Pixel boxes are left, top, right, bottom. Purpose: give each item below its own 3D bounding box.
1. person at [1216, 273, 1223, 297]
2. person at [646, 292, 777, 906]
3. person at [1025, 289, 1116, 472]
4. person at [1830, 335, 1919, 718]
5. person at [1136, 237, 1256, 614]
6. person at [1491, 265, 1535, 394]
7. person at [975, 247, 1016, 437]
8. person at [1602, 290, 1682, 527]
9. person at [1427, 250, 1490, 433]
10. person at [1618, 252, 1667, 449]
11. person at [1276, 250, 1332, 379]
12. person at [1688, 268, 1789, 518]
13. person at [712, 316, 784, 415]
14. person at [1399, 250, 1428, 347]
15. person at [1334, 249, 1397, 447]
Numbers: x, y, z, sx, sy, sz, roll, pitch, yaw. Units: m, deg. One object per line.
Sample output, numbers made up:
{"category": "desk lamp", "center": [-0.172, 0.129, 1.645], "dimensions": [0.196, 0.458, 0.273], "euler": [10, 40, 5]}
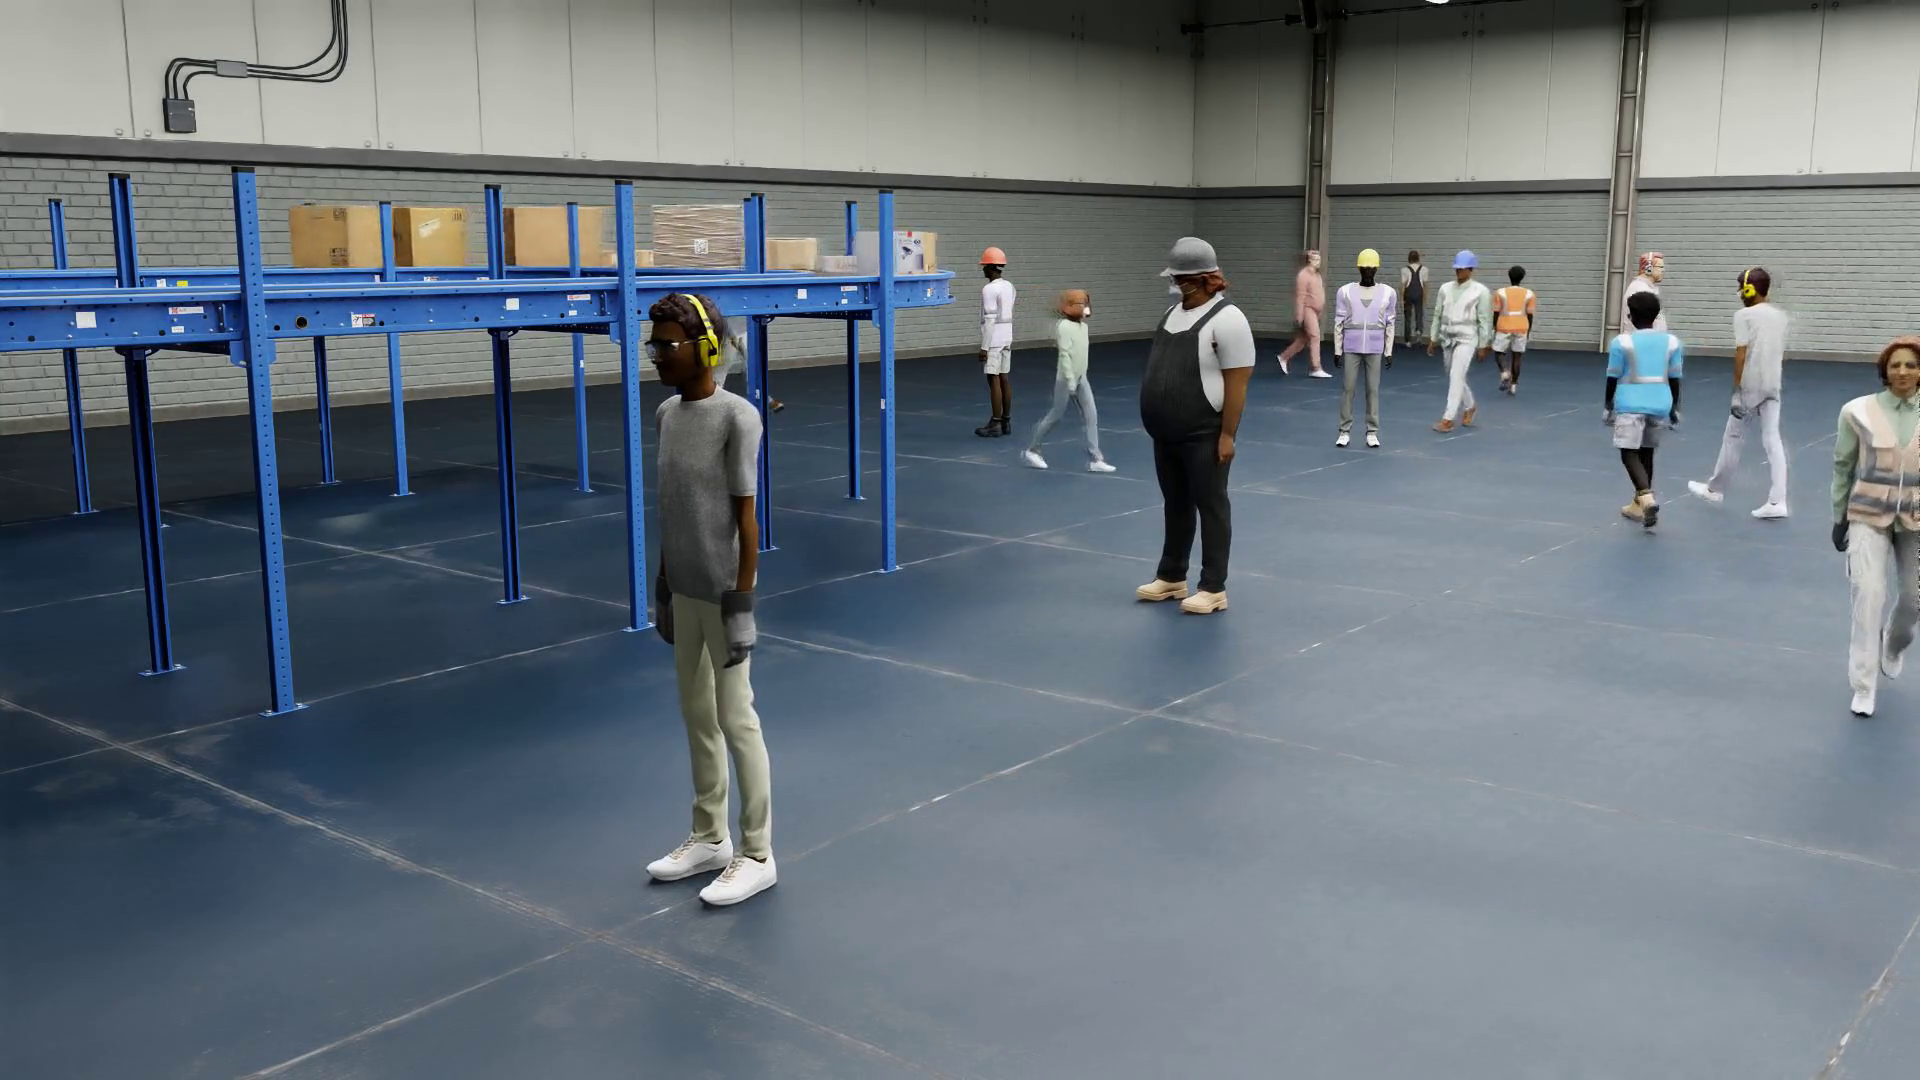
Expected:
{"category": "person", "center": [3.715, -3.486, 25.416], "dimensions": [0.659, 1.862, 0.970], "euler": [0, 10, -2]}
{"category": "person", "center": [-0.782, 0.177, 5.129], "dimensions": [0.312, 1.865, 0.516], "euler": [-10, 14, -44]}
{"category": "person", "center": [0.950, -1.411, 14.654], "dimensions": [0.837, 1.596, 0.501], "euler": [7, 12, 35]}
{"category": "person", "center": [4.057, -0.088, 7.231], "dimensions": [0.516, 1.622, 0.658], "euler": [5, 11, 24]}
{"category": "person", "center": [1.246, -0.613, 9.110], "dimensions": [0.537, 2.000, 0.675], "euler": [-6, 12, -29]}
{"category": "person", "center": [7.259, -2.754, 21.828], "dimensions": [0.541, 1.685, 0.410], "euler": [1, 10, 7]}
{"category": "person", "center": [0.354, -2.054, 17.263], "dimensions": [0.358, 1.938, 0.542], "euler": [5, 11, 27]}
{"category": "person", "center": [4.863, -0.930, 11.791], "dimensions": [0.541, 1.671, 0.754], "euler": [-1, 10, -6]}
{"category": "person", "center": [5.379, -2.141, 17.808], "dimensions": [0.932, 1.918, 0.602], "euler": [-8, 13, -36]}
{"category": "person", "center": [6.647, -1.843, 16.198], "dimensions": [0.402, 1.905, 0.674], "euler": [3, 11, 17]}
{"category": "person", "center": [5.116, -3.353, 24.653], "dimensions": [0.869, 1.878, 0.651], "euler": [6, 12, 31]}
{"category": "person", "center": [5.834, -1.091, 12.294], "dimensions": [0.537, 1.809, 1.012], "euler": [-3, 11, -15]}
{"category": "person", "center": [-2.490, -2.349, 19.002], "dimensions": [0.999, 1.890, 0.632], "euler": [7, 12, 35]}
{"category": "person", "center": [8.564, -4.560, 31.422], "dimensions": [0.537, 1.838, 0.477], "euler": [1, 10, 4]}
{"category": "person", "center": [3.969, -1.884, 16.344], "dimensions": [0.586, 1.930, 0.360], "euler": [2, 10, 11]}
